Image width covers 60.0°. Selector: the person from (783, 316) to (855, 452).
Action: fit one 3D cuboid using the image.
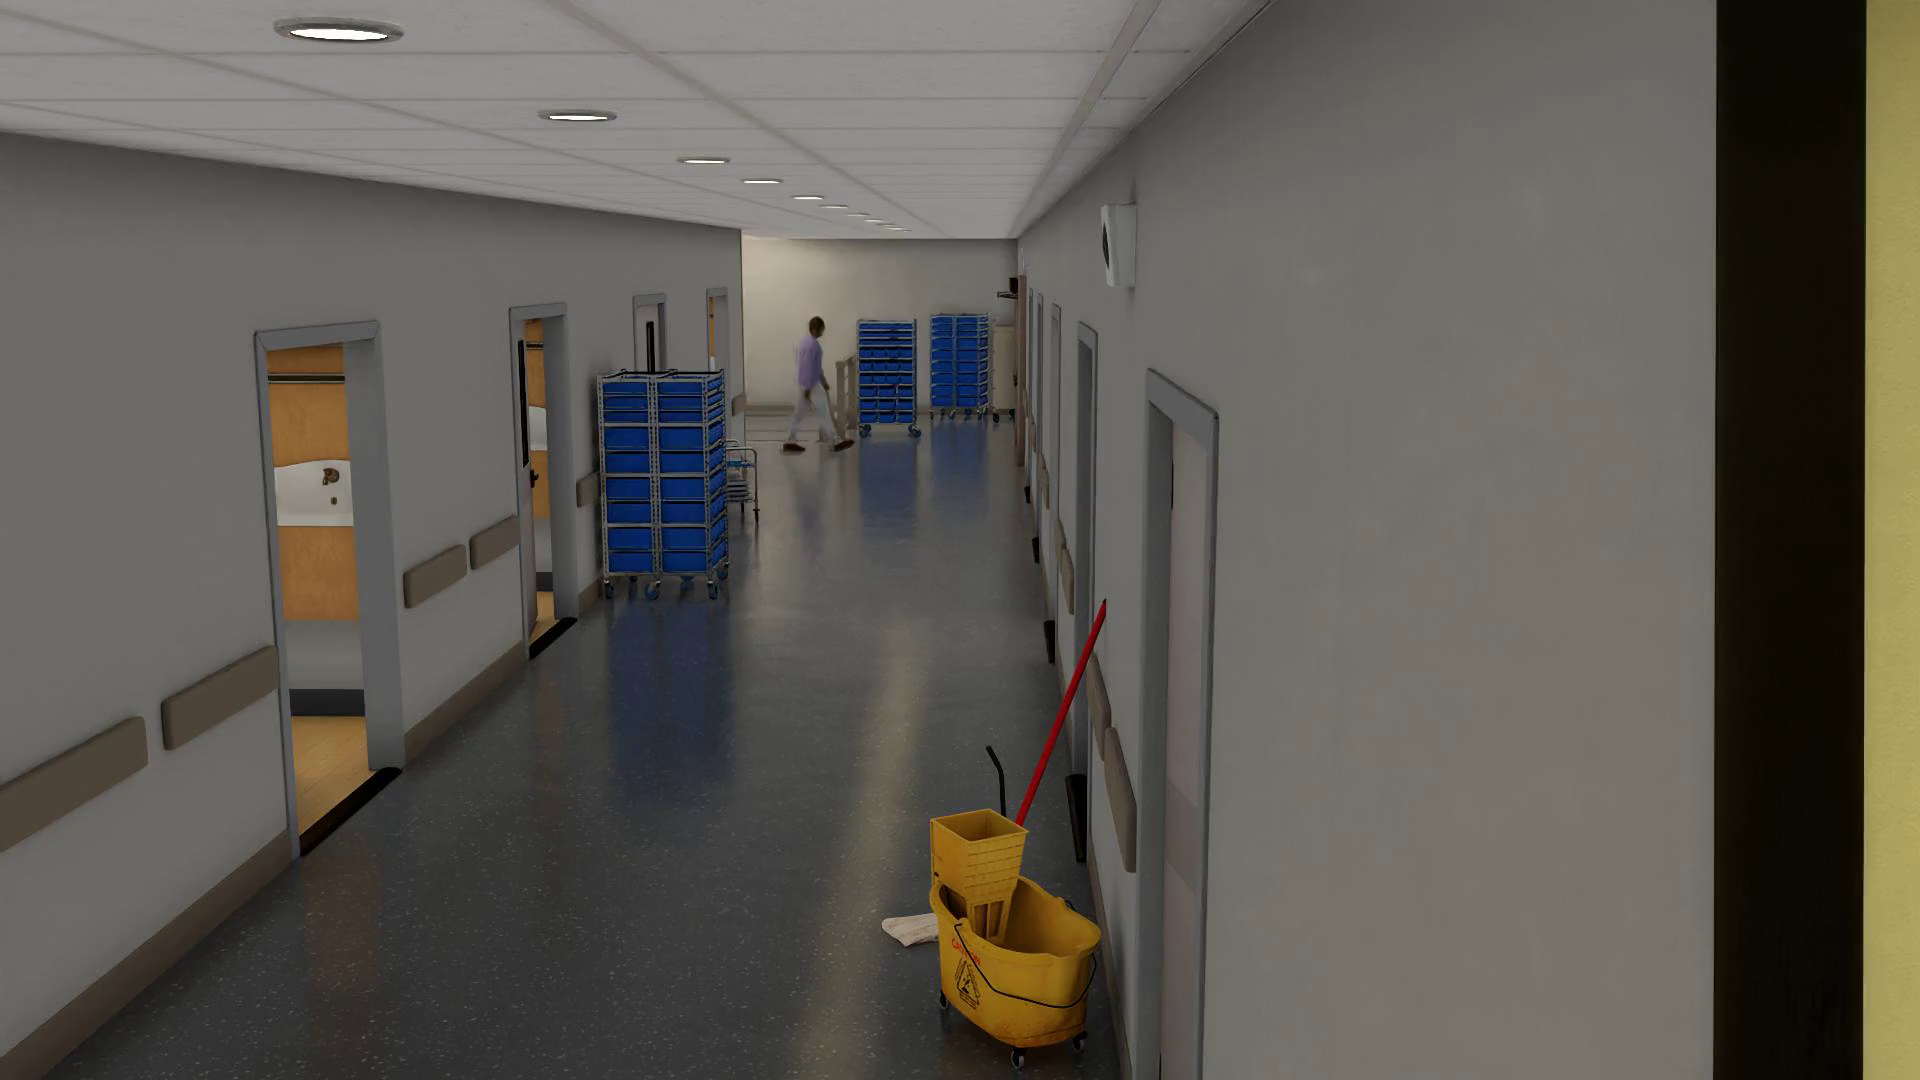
[{"bbox_3d":[-2.016,-2.149,23.028,0.988,1.875,0.628,-3,10,-15],"label":"person"}]
